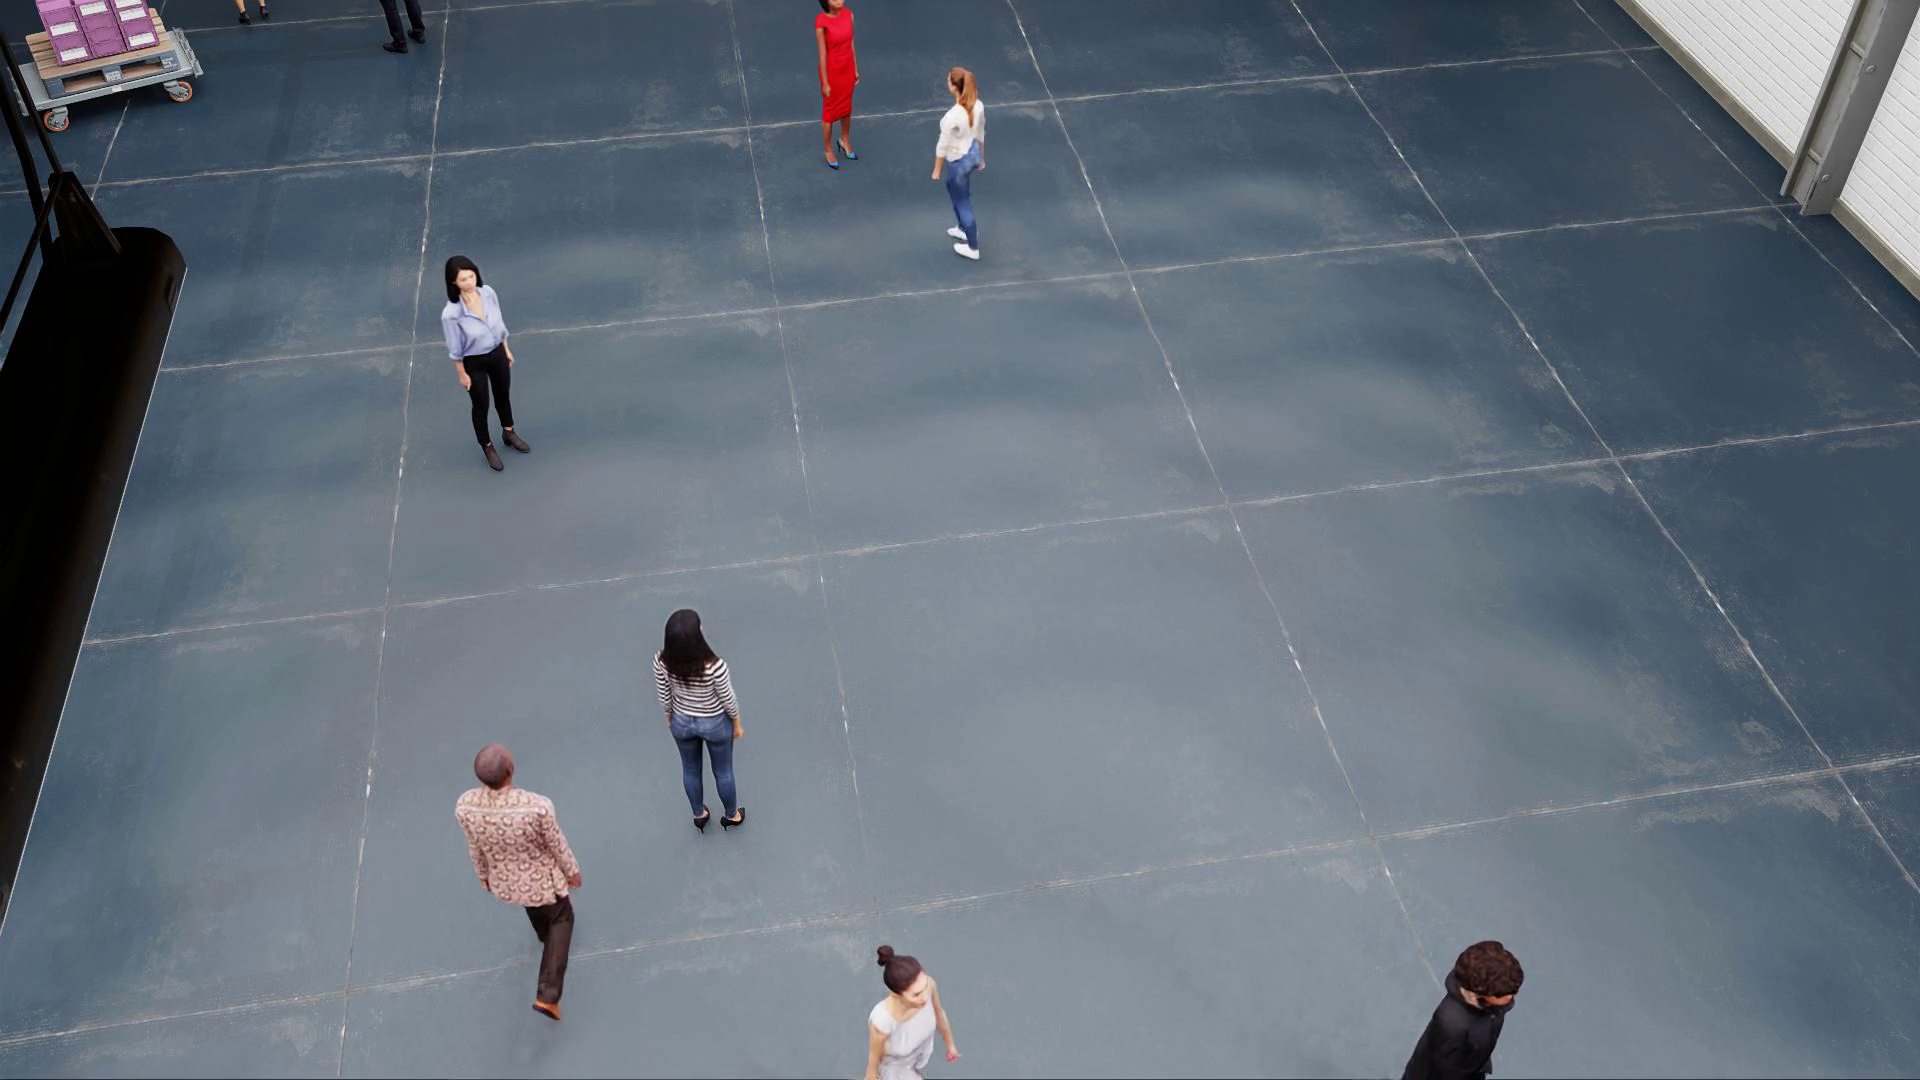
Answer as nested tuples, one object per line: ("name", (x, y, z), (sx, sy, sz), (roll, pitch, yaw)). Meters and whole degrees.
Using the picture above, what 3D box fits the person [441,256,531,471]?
("person", (-3.409, -1.279, 11.894), (0.775, 1.744, 0.732), (29, 51, 27))

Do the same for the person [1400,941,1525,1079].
("person", (2.276, 2.435, 7.995), (1.119, 1.744, 0.994), (32, 52, 29))

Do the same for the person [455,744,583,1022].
("person", (-2.266, 1.802, 8.636), (0.901, 1.777, 1.123), (7, 44, 7))

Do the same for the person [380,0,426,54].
("person", (-5.702, -5.783, 16.551), (0.859, 1.842, 0.788), (24, 49, 23))

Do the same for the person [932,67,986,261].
("person", (0.090, -3.090, 13.823), (0.838, 1.705, 0.778), (25, 49, 24))

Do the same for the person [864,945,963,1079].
("person", (-0.337, 2.465, 8.094), (1.098, 1.564, 1.014), (28, 50, 26))

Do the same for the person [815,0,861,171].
("person", (-1.106, -4.190, 14.949), (0.645, 1.744, 0.666), (-34, 53, -30))

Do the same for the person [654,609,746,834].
("person", (-1.463, 1.052, 9.408), (0.631, 1.797, 0.577), (5, 44, 6))
